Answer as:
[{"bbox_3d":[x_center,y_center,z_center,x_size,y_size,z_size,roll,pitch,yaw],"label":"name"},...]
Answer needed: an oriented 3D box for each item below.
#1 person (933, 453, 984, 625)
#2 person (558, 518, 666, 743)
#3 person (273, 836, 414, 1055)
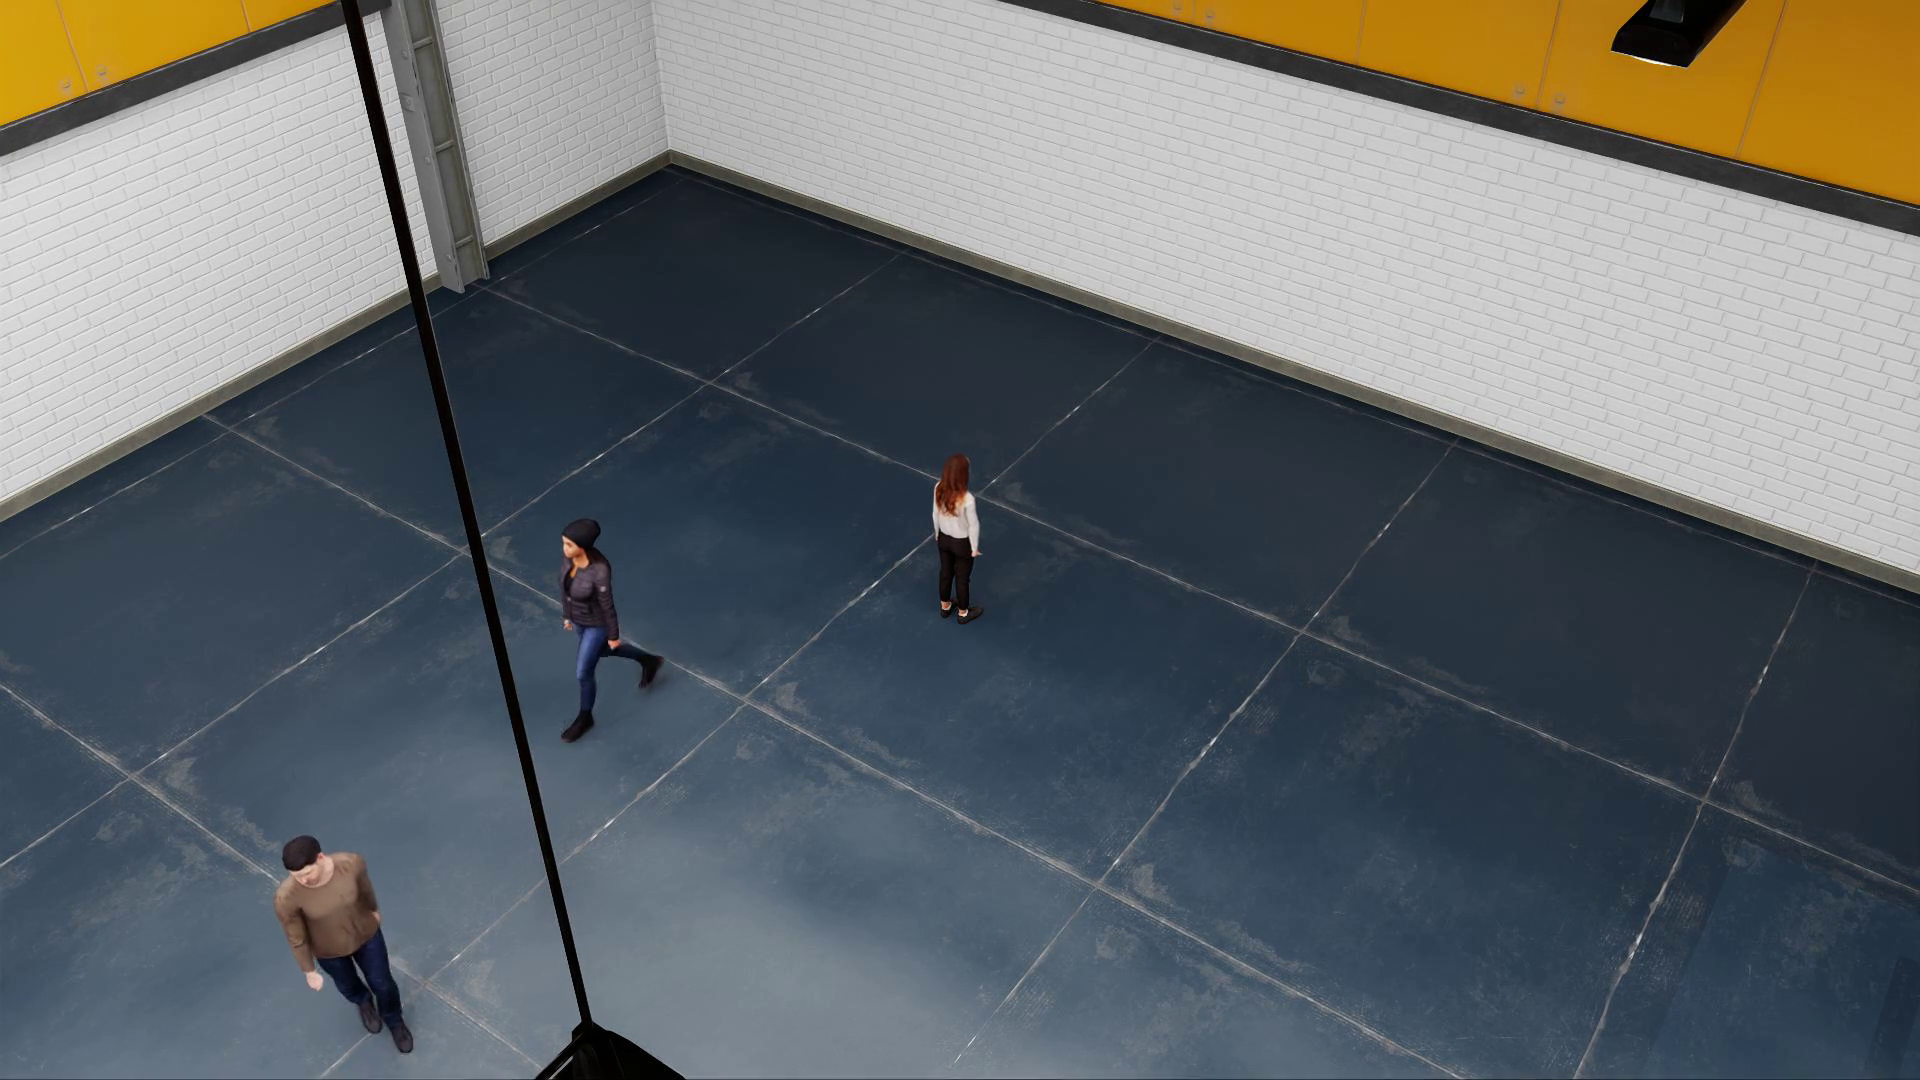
[{"bbox_3d":[-0.032,-0.006,12.329,0.535,1.484,0.477,25,45,28],"label":"person"},{"bbox_3d":[-2.453,0.548,11.453,0.760,1.712,1.199,32,48,33],"label":"person"},{"bbox_3d":[-3.460,2.167,9.324,0.846,1.839,0.875,-28,46,-30],"label":"person"}]
